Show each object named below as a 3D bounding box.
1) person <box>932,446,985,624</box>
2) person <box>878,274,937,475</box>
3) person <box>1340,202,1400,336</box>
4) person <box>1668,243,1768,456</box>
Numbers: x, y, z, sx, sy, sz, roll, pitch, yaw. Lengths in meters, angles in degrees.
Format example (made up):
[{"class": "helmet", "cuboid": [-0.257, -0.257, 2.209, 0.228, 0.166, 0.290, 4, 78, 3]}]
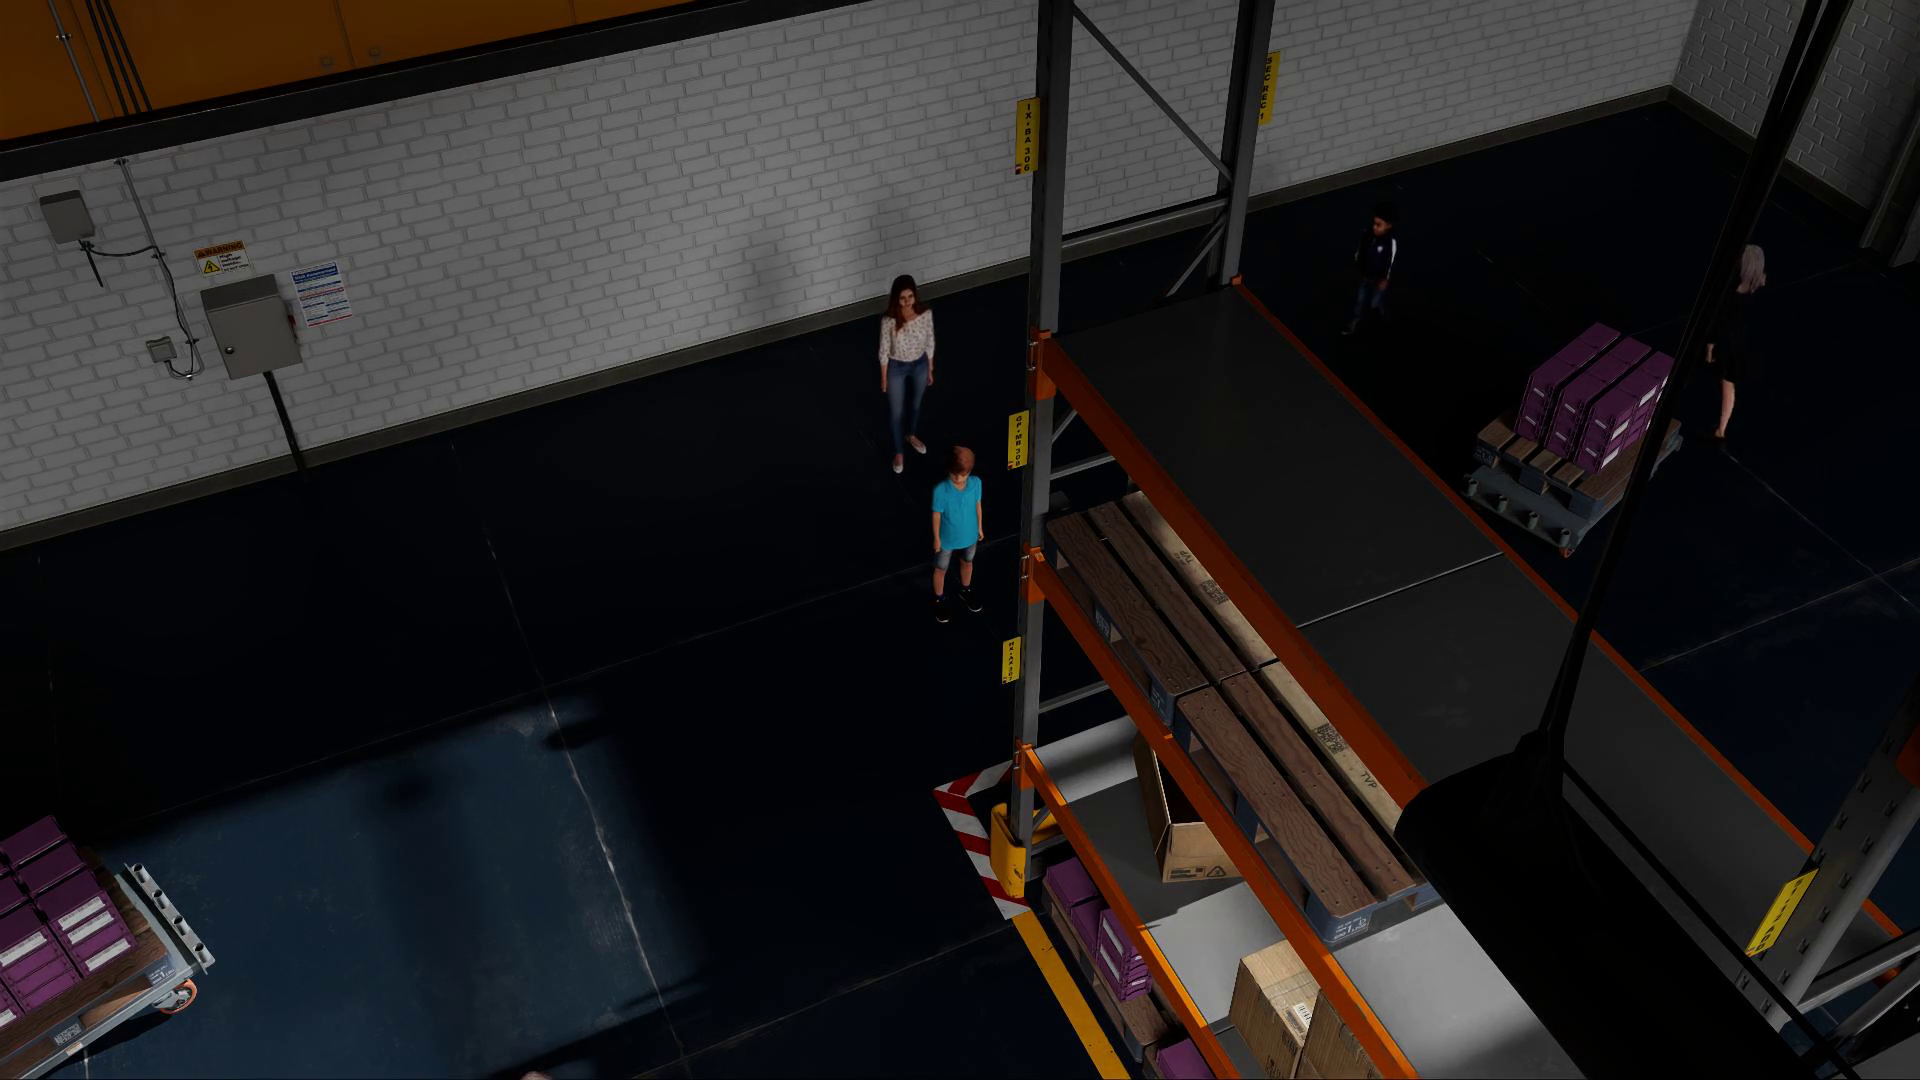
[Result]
[{"class": "person", "cuboid": [-0.026, -0.073, 11.231, 0.518, 1.448, 0.480, -16, 46, -16]}, {"class": "person", "cuboid": [-0.402, -1.305, 12.323, 0.615, 1.724, 0.700, -16, 46, -16]}, {"class": "person", "cuboid": [3.439, -2.233, 13.670, 0.681, 1.210, 0.698, -29, 51, -27]}, {"class": "person", "cuboid": [5.767, -1.412, 12.453, 0.591, 1.702, 1.165, -17, 46, -17]}]
